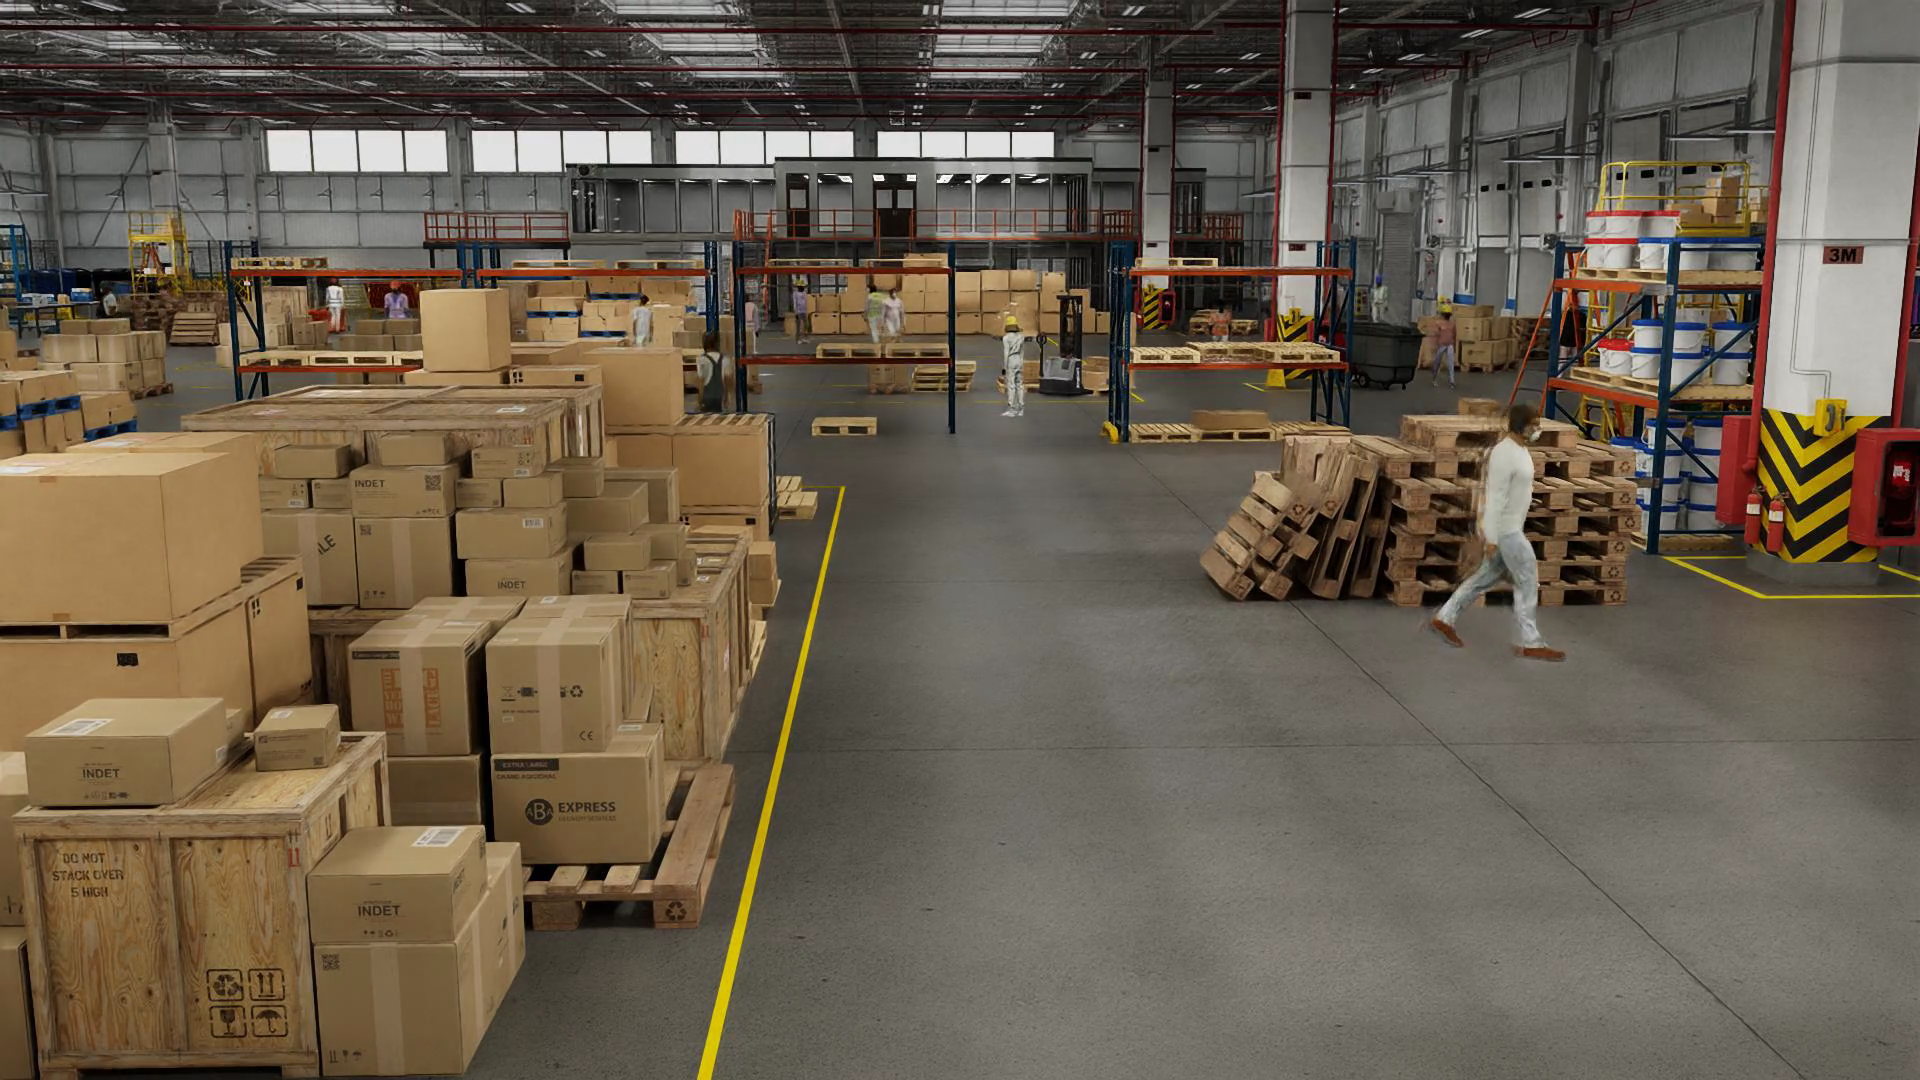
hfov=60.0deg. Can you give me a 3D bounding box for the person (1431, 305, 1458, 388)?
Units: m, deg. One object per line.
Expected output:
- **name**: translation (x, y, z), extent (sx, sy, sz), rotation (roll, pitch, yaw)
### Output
- **person**: translation (10.155, -4.072, 34.900), extent (0.542, 1.723, 0.911), rotation (-1, 10, -5)

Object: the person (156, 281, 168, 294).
- **person**: translation (-26.329, -7.703, 55.035), extent (0.545, 1.751, 0.510), rotation (7, 12, 33)

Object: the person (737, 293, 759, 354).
- **person**: translation (-5.159, -5.074, 40.235), extent (0.628, 1.819, 0.849), rotation (-3, 11, -19)

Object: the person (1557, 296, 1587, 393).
- **person**: translation (12.291, -3.944, 33.461), extent (0.608, 1.987, 0.402), rotation (1, 10, 4)

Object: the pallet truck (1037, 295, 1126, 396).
- **pallet truck**: translation (2.483, -3.881, 33.060), extent (1.885, 1.965, 0.823), rotation (-7, 13, -36)

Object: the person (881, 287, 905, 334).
- **person**: translation (-1.745, -5.529, 42.555), extent (0.638, 1.900, 1.001), rotation (-7, 12, -32)

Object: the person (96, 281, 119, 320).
- **person**: translation (-22.612, -5.849, 43.906), extent (0.913, 2.000, 0.708), rotation (-6, 12, -29)

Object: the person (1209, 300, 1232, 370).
- **person**: translation (6.219, -4.915, 39.726), extent (0.539, 1.669, 0.768), rotation (2, 10, 9)

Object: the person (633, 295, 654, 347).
- **person**: translation (-7.170, -4.591, 37.493), extent (0.639, 1.828, 0.454), rotation (-8, 13, -39)

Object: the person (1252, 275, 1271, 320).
- **person**: translation (11.063, -8.796, 60.853), extent (1.047, 1.844, 0.620), rotation (6, 12, 30)

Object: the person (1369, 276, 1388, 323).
- **person**: translation (13.620, -7.626, 54.108), extent (0.611, 1.928, 0.482), rotation (4, 11, 21)

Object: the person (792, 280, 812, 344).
- **person**: translation (-4.680, -6.775, 49.436), extent (0.732, 1.897, 0.604), rotation (10, 14, 44)

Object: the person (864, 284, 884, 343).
- **person**: translation (-2.528, -6.440, 47.807), extent (0.657, 1.818, 0.667), rotation (9, 13, 41)

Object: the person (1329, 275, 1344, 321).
- **person**: translation (12.220, -7.649, 54.120), extent (0.833, 1.972, 0.626), rotation (-4, 11, -23)

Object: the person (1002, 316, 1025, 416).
- **person**: translation (0.909, -3.028, 29.026), extent (0.487, 1.741, 0.313), rotation (-10, 14, -43)

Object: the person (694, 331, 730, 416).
- **person**: translation (-3.337, -1.905, 22.528), extent (0.555, 1.830, 0.514), rotation (9, 14, 43)

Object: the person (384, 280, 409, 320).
- **person**: translation (-15.046, -5.933, 44.411), extent (0.639, 2.026, 0.459), rotation (-1, 10, -5)

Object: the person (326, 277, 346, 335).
- **person**: translation (-20.445, -7.667, 54.492), extent (0.595, 1.868, 0.422), rotation (1, 10, 4)

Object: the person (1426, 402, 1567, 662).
- **person**: translation (3.948, -0.080, 12.204), extent (0.988, 1.897, 0.631), rotation (5, 11, 24)
